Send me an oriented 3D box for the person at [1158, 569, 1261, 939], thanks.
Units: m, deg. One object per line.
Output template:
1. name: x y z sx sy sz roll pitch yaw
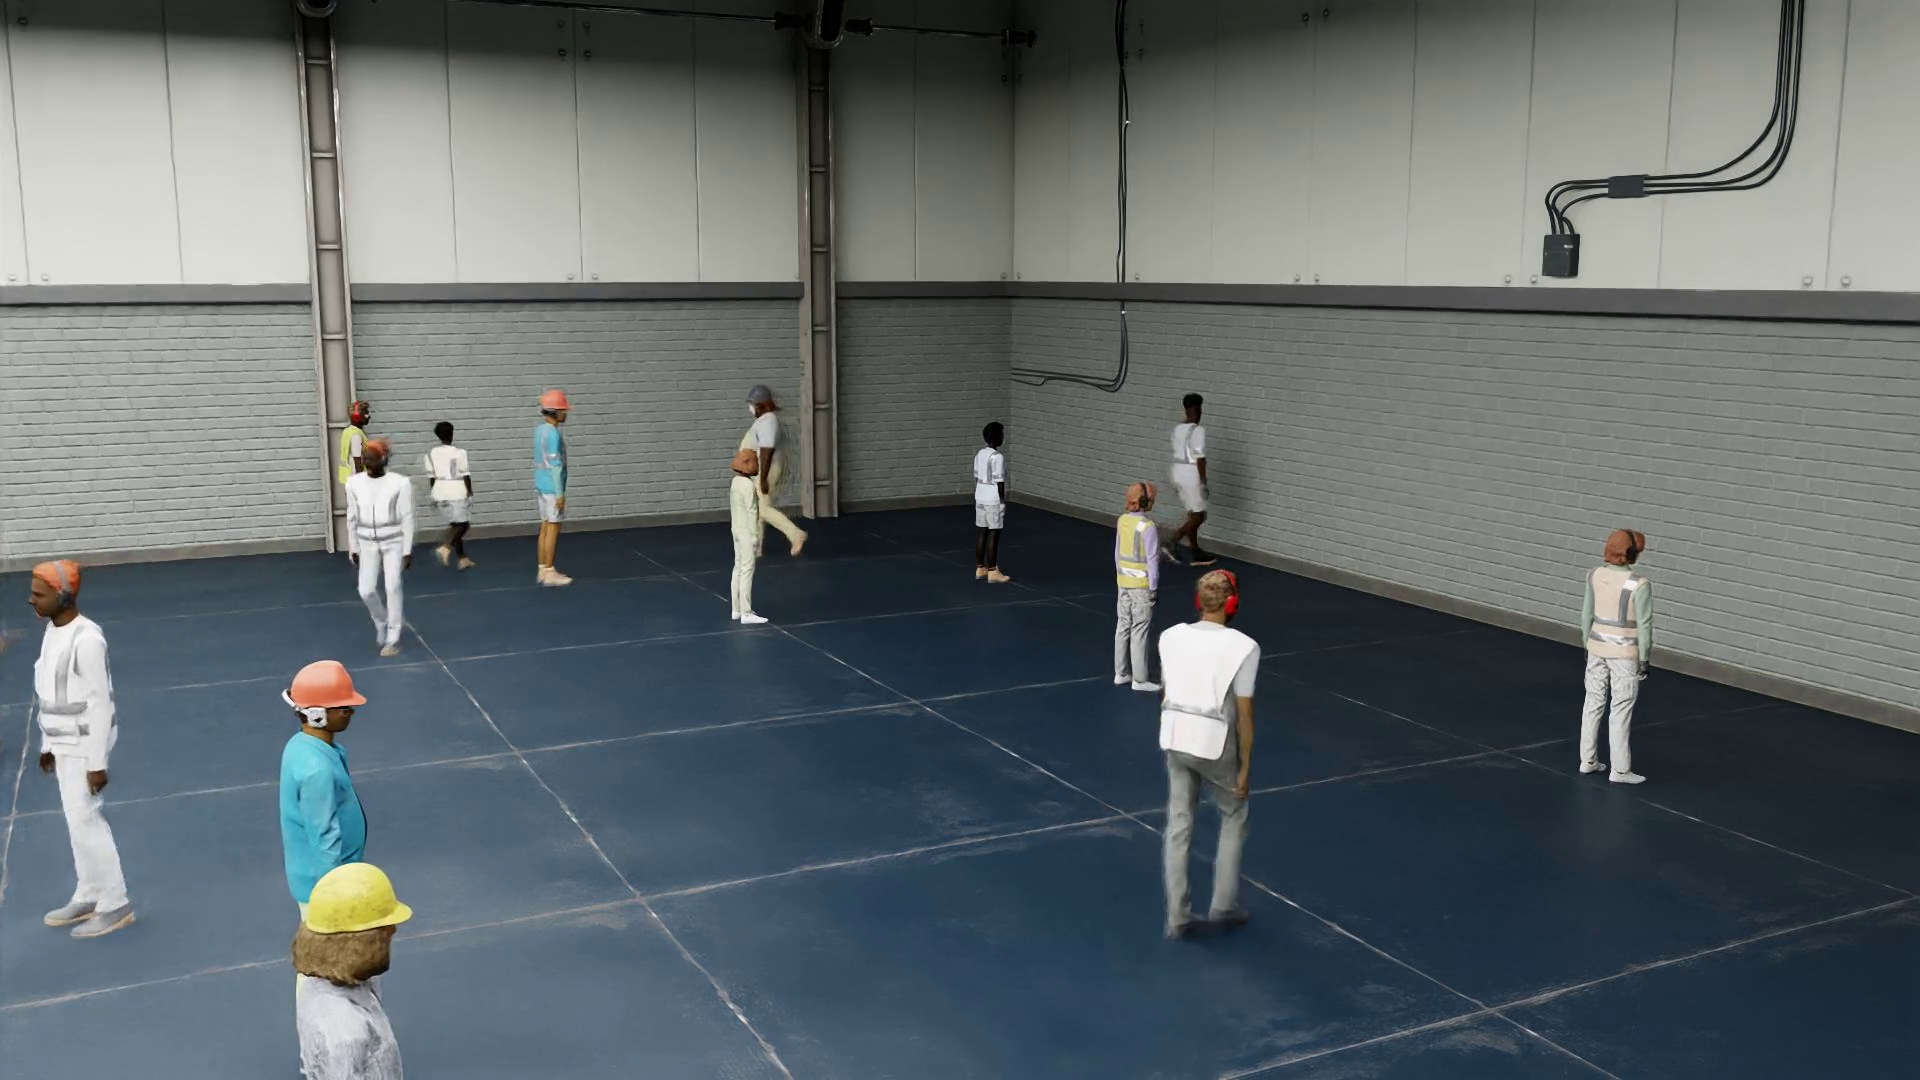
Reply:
1. person: 1.226 1.052 8.234 0.577 1.811 0.592 7 11 36

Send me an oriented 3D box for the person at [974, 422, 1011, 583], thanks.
1. person: 0.338 -0.402 17.559 0.317 1.695 0.540 -5 10 -27

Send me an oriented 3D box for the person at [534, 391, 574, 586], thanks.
1. person: -4.230 -0.531 17.384 0.479 2.026 0.625 -5 10 -28

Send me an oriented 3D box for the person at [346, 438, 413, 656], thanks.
1. person: -4.937 0.057 14.198 0.580 1.868 0.423 0 9 -1

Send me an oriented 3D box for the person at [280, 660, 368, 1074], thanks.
1. person: -2.518 1.339 6.662 0.342 1.748 0.573 -5 10 -27

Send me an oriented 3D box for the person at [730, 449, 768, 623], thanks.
1. person: -1.990 -0.042 15.536 0.266 1.631 0.507 -5 10 -27

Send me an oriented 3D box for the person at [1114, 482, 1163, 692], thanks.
1. person: 1.390 0.364 13.019 0.310 1.638 0.523 -5 10 -27

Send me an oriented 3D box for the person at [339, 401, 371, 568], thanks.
1. person: -6.674 -0.614 18.413 0.372 1.843 0.570 -5 10 -27

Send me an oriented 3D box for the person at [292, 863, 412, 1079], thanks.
1. person: -1.597 1.703 4.452 0.320 1.742 0.492 -5 10 -27

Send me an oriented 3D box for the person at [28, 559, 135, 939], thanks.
1. person: -4.369 1.019 8.236 0.348 1.883 0.591 -8 12 -42

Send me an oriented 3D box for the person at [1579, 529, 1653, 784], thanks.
1. person: 4.213 0.743 10.687 0.310 1.638 0.523 -5 10 -27

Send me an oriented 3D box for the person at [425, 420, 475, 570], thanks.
1. person: -5.574 -0.464 18.084 0.561 1.659 0.617 4 10 21

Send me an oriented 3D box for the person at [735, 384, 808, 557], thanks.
1. person: -2.160 -0.789 18.889 0.771 2.000 0.694 -1 9 -4

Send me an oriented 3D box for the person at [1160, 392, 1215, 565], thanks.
1. person: 2.547 -0.665 18.434 0.621 1.937 0.653 -3 10 -18
